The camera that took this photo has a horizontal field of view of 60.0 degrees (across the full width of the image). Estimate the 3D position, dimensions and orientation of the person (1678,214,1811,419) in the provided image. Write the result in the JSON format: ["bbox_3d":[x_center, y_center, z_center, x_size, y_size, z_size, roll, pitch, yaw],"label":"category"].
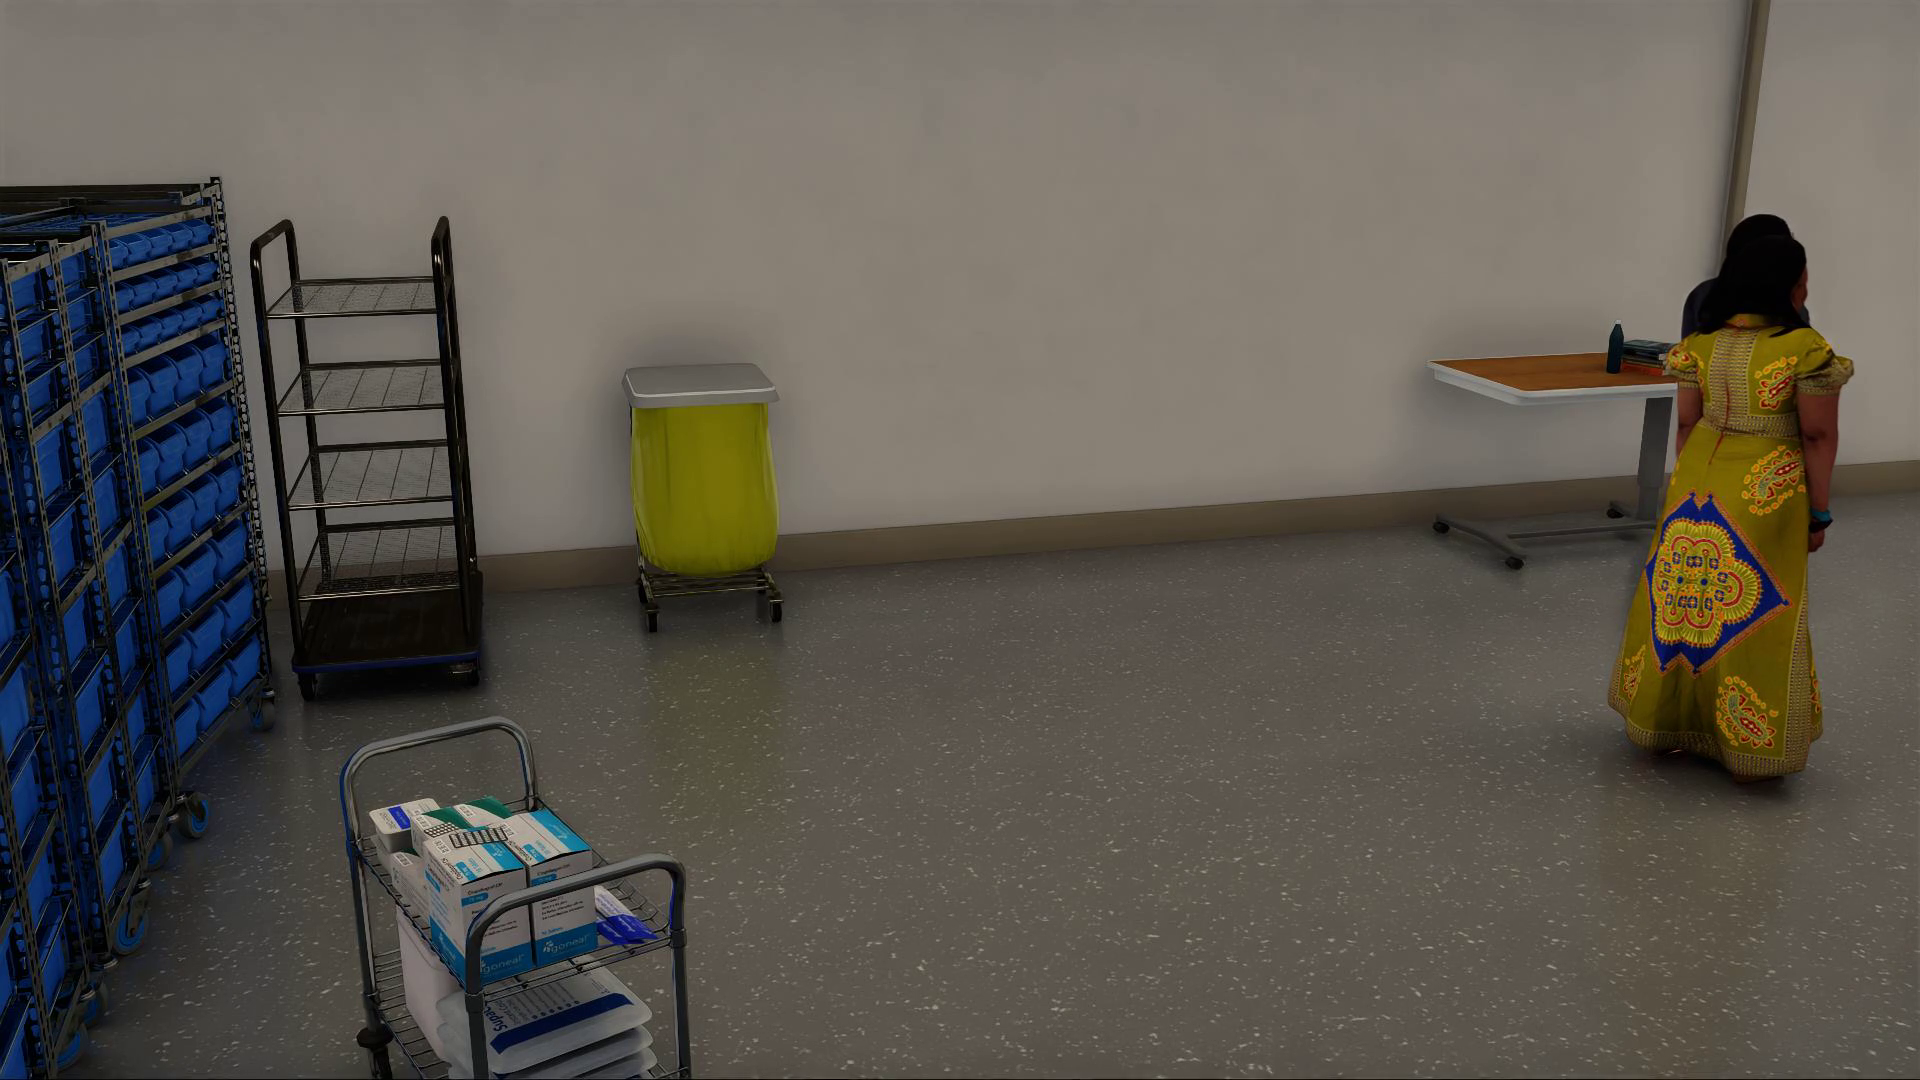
[{"bbox_3d":[2.995,-0.446,6.414,0.741,1.594,0.740,-9,18,-30],"label":"person"}]

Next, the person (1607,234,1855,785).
[{"bbox_3d":[2.373,-0.095,5.049,0.958,1.660,0.977,-13,20,-38],"label":"person"}]
